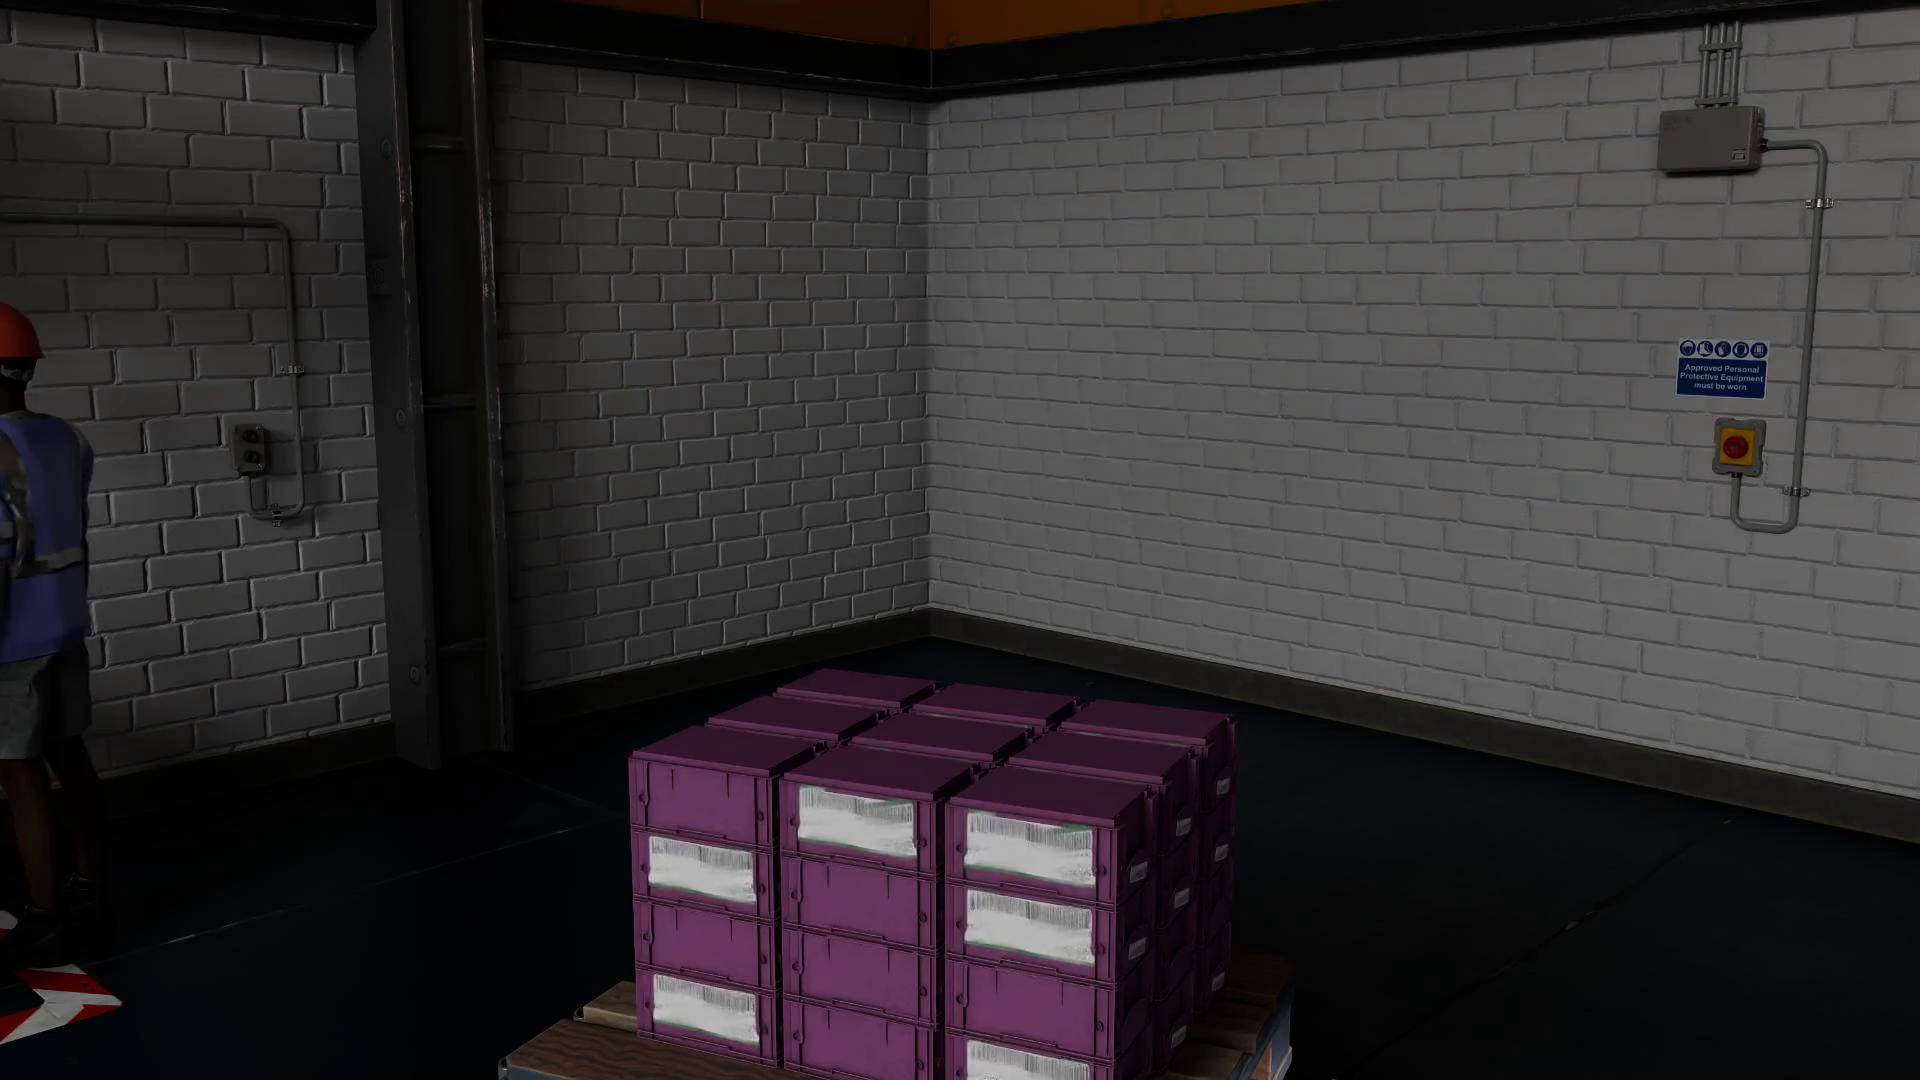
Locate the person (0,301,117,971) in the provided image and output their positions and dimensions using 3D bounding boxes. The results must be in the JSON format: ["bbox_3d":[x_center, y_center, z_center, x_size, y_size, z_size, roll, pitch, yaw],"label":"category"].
[{"bbox_3d":[-2.737,0.276,4.832,0.356,1.937,0.552,0,9,2],"label":"person"}]
